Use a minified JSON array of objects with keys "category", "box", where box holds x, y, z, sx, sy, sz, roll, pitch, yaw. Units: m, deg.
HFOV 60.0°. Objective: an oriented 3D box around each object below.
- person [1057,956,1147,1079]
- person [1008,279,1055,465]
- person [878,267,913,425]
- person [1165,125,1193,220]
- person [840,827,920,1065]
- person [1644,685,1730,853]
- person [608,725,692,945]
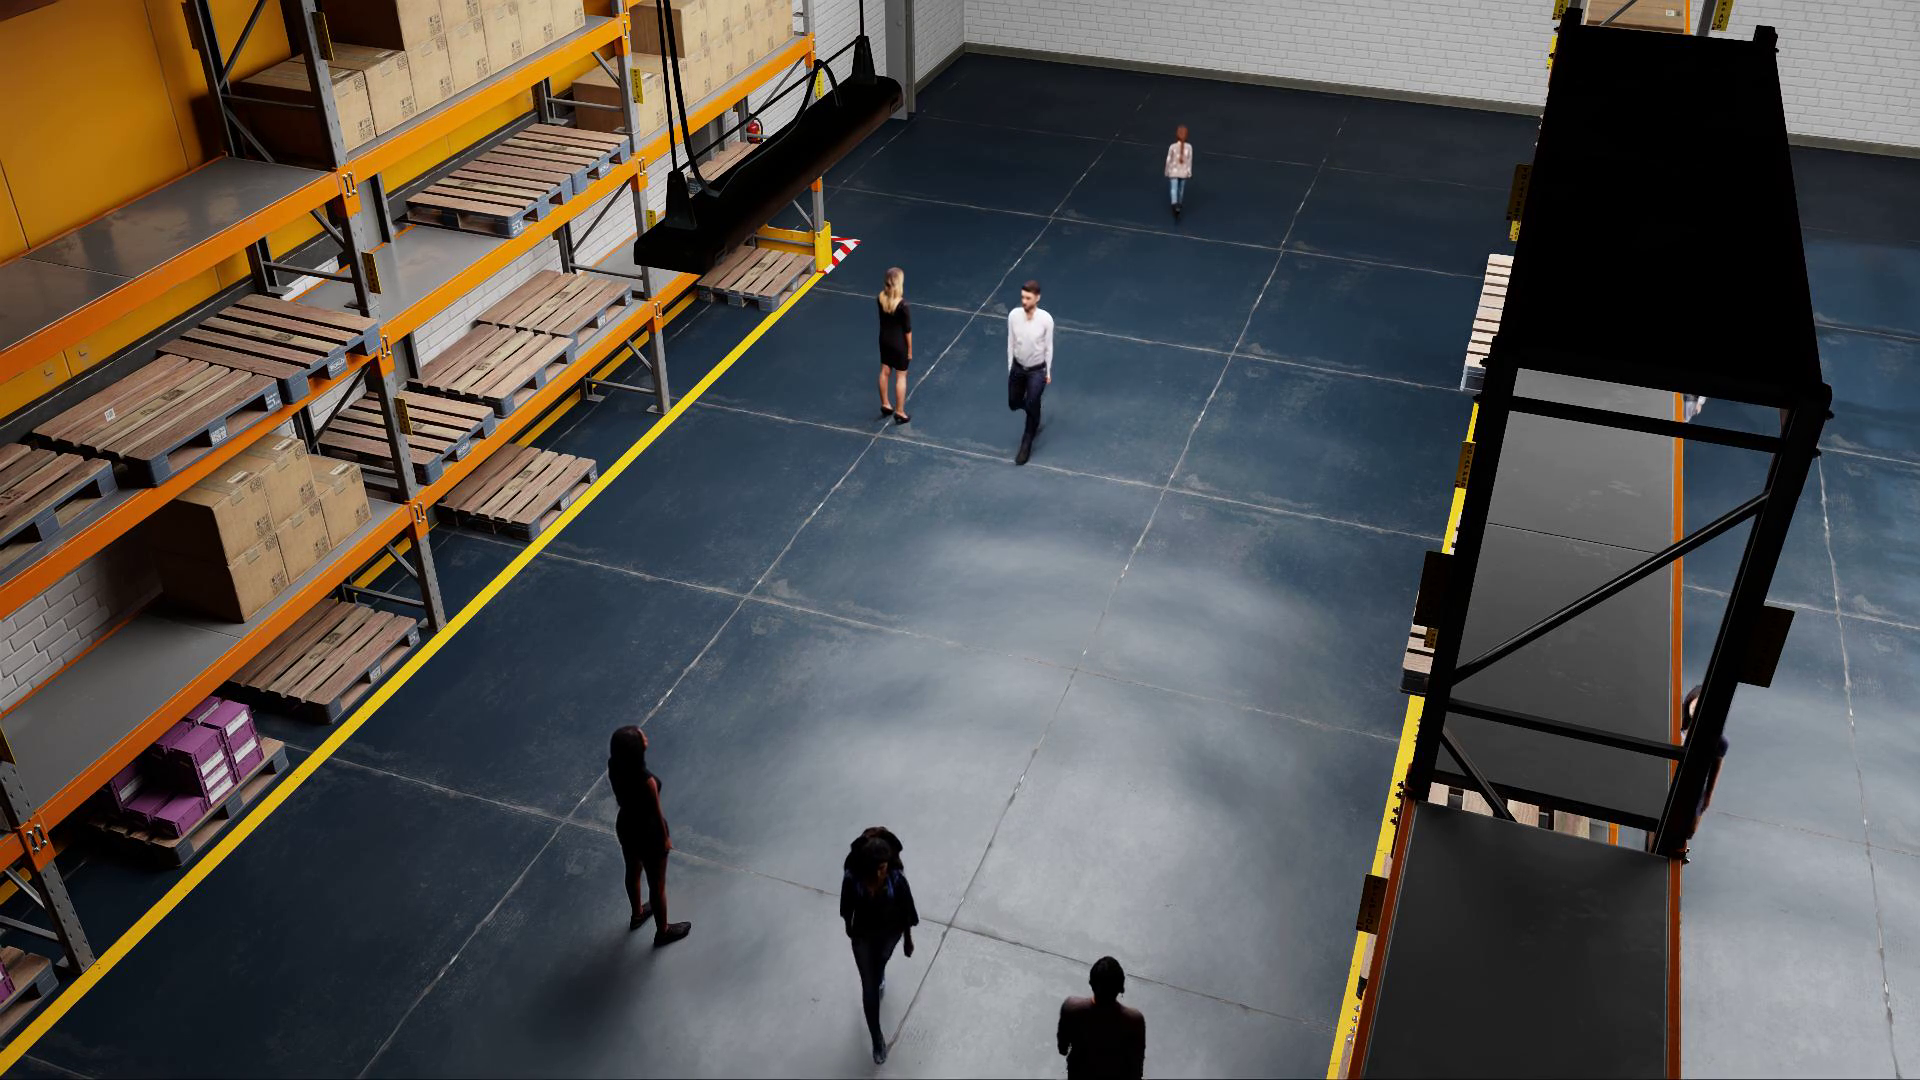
[{"category":"person","box":[0.732,3.031,9.148,1.032,1.740,0.762,11,35,16]},{"category":"person","box":[0.715,-1.699,16.167,0.634,1.848,0.956,13,36,19]},{"category":"person","box":[-0.668,-1.956,16.711,0.597,1.674,0.578,24,40,31]},{"category":"person","box":[2.801,-4.693,21.274,0.669,1.181,0.864,-1,34,-1]},{"category":"person","box":[-0.511,2.362,10.301,0.941,1.578,1.161,-4,34,-6]},{"category":"person","box":[4.891,1.646,11.280,0.617,1.688,0.916,14,36,19]},{"category":"person","box":[-2.074,1.901,10.849,0.658,1.741,0.626,25,41,33]}]
